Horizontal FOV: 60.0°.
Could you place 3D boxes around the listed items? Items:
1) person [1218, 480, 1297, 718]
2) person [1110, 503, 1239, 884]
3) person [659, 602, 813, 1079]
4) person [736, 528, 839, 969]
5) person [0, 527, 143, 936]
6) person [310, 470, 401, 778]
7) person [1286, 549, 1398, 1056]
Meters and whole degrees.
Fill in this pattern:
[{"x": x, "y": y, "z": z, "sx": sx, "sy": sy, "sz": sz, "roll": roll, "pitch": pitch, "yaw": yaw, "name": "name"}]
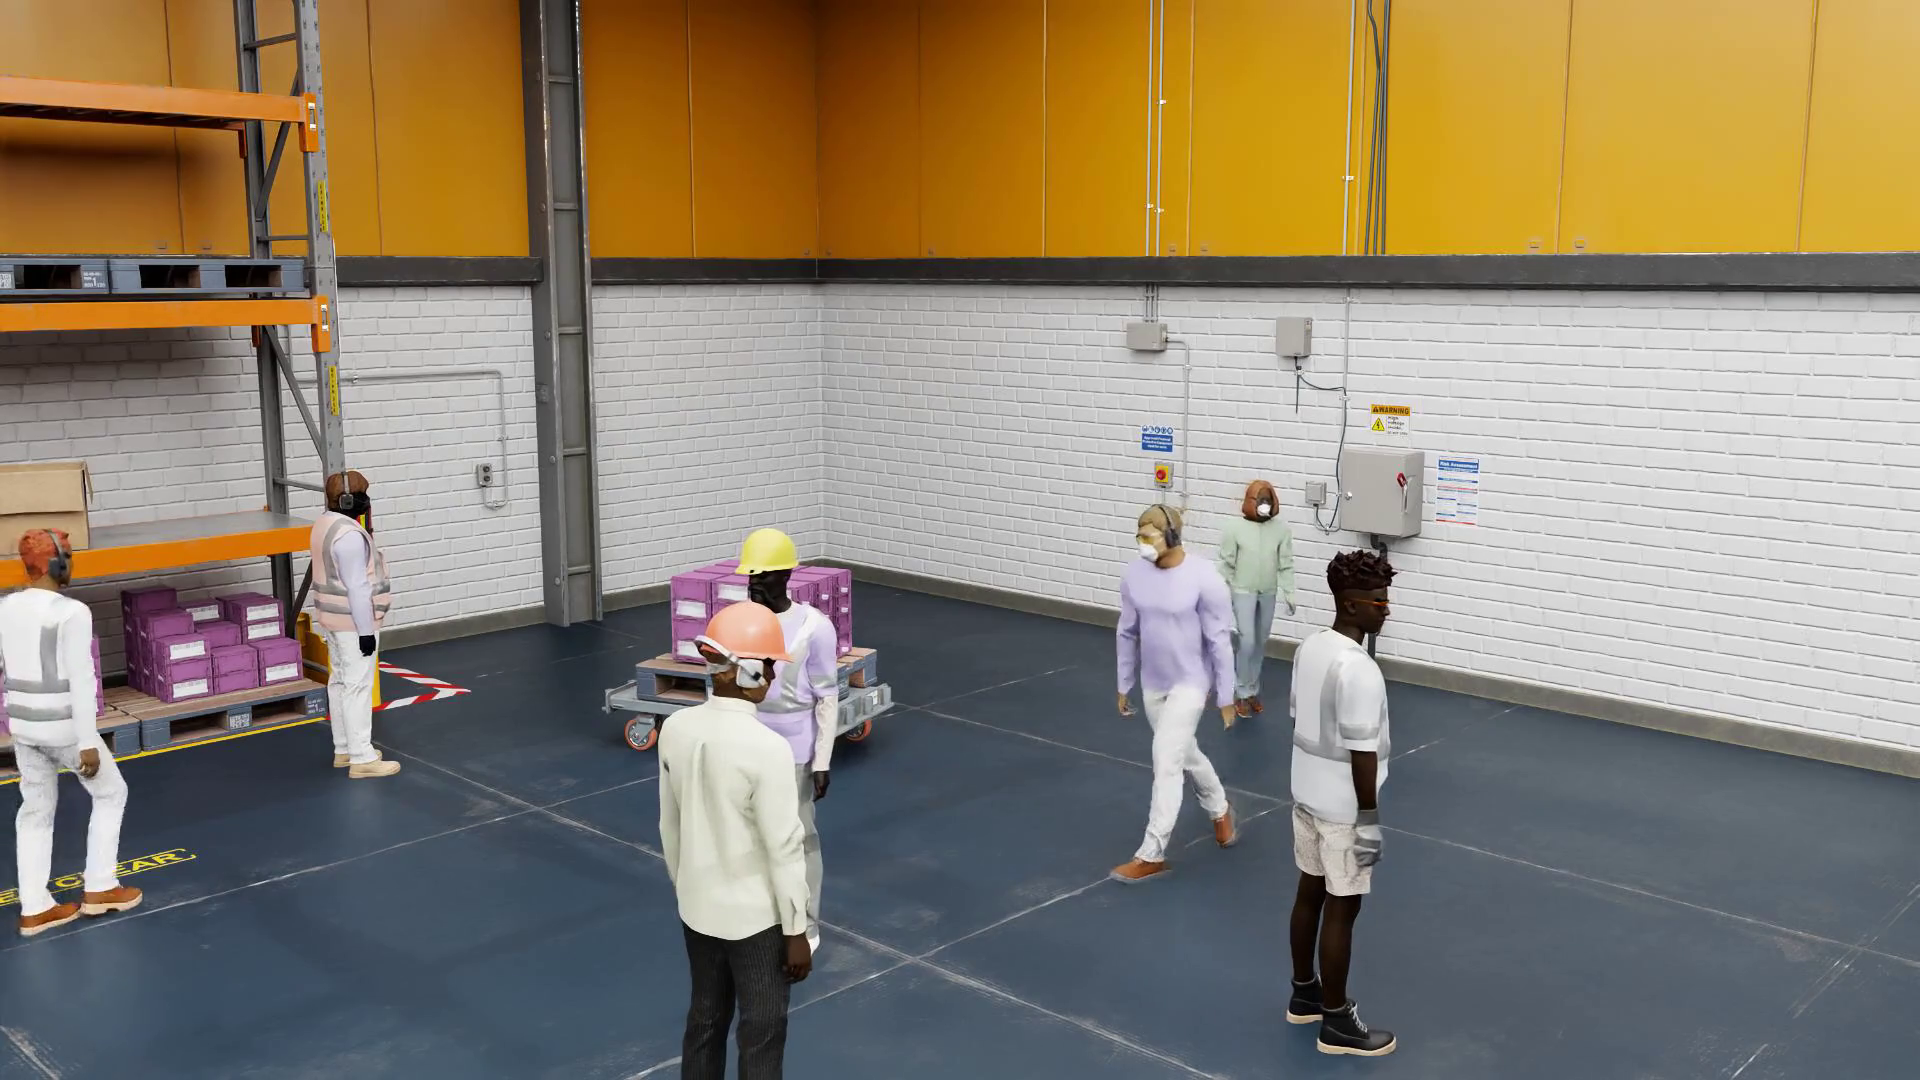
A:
[{"x": 2.023, "y": 0.398, "z": 11.261, "sx": 0.507, "sy": 1.616, "sz": 0.534, "roll": -3, "pitch": 10, "yaw": -17, "name": "person"}, {"x": 1.131, "y": 0.730, "z": 8.471, "sx": 0.988, "sy": 1.889, "sz": 0.650, "roll": -8, "pitch": 12, "yaw": -41, "name": "person"}, {"x": -0.696, "y": 1.183, "z": 5.344, "sx": 0.611, "sy": 1.985, "sz": 0.394, "roll": 8, "pitch": 12, "yaw": 40, "name": "person"}, {"x": -0.805, "y": 0.899, "z": 7.257, "sx": 0.585, "sy": 1.929, "sz": 0.377, "roll": 6, "pitch": 11, "yaw": 31, "name": "person"}, {"x": -4.115, "y": 0.861, "z": 7.690, "sx": 0.626, "sy": 1.858, "sz": 0.673, "roll": 4, "pitch": 10, "yaw": 21, "name": "person"}, {"x": -3.633, "y": 0.498, "z": 9.980, "sx": 0.429, "sy": 1.842, "sz": 0.633, "roll": -7, "pitch": 11, "yaw": -35, "name": "person"}, {"x": 1.484, "y": 1.005, "z": 6.495, "sx": 0.374, "sy": 1.963, "sz": 0.607, "roll": -2, "pitch": 9, "yaw": -10, "name": "person"}]
